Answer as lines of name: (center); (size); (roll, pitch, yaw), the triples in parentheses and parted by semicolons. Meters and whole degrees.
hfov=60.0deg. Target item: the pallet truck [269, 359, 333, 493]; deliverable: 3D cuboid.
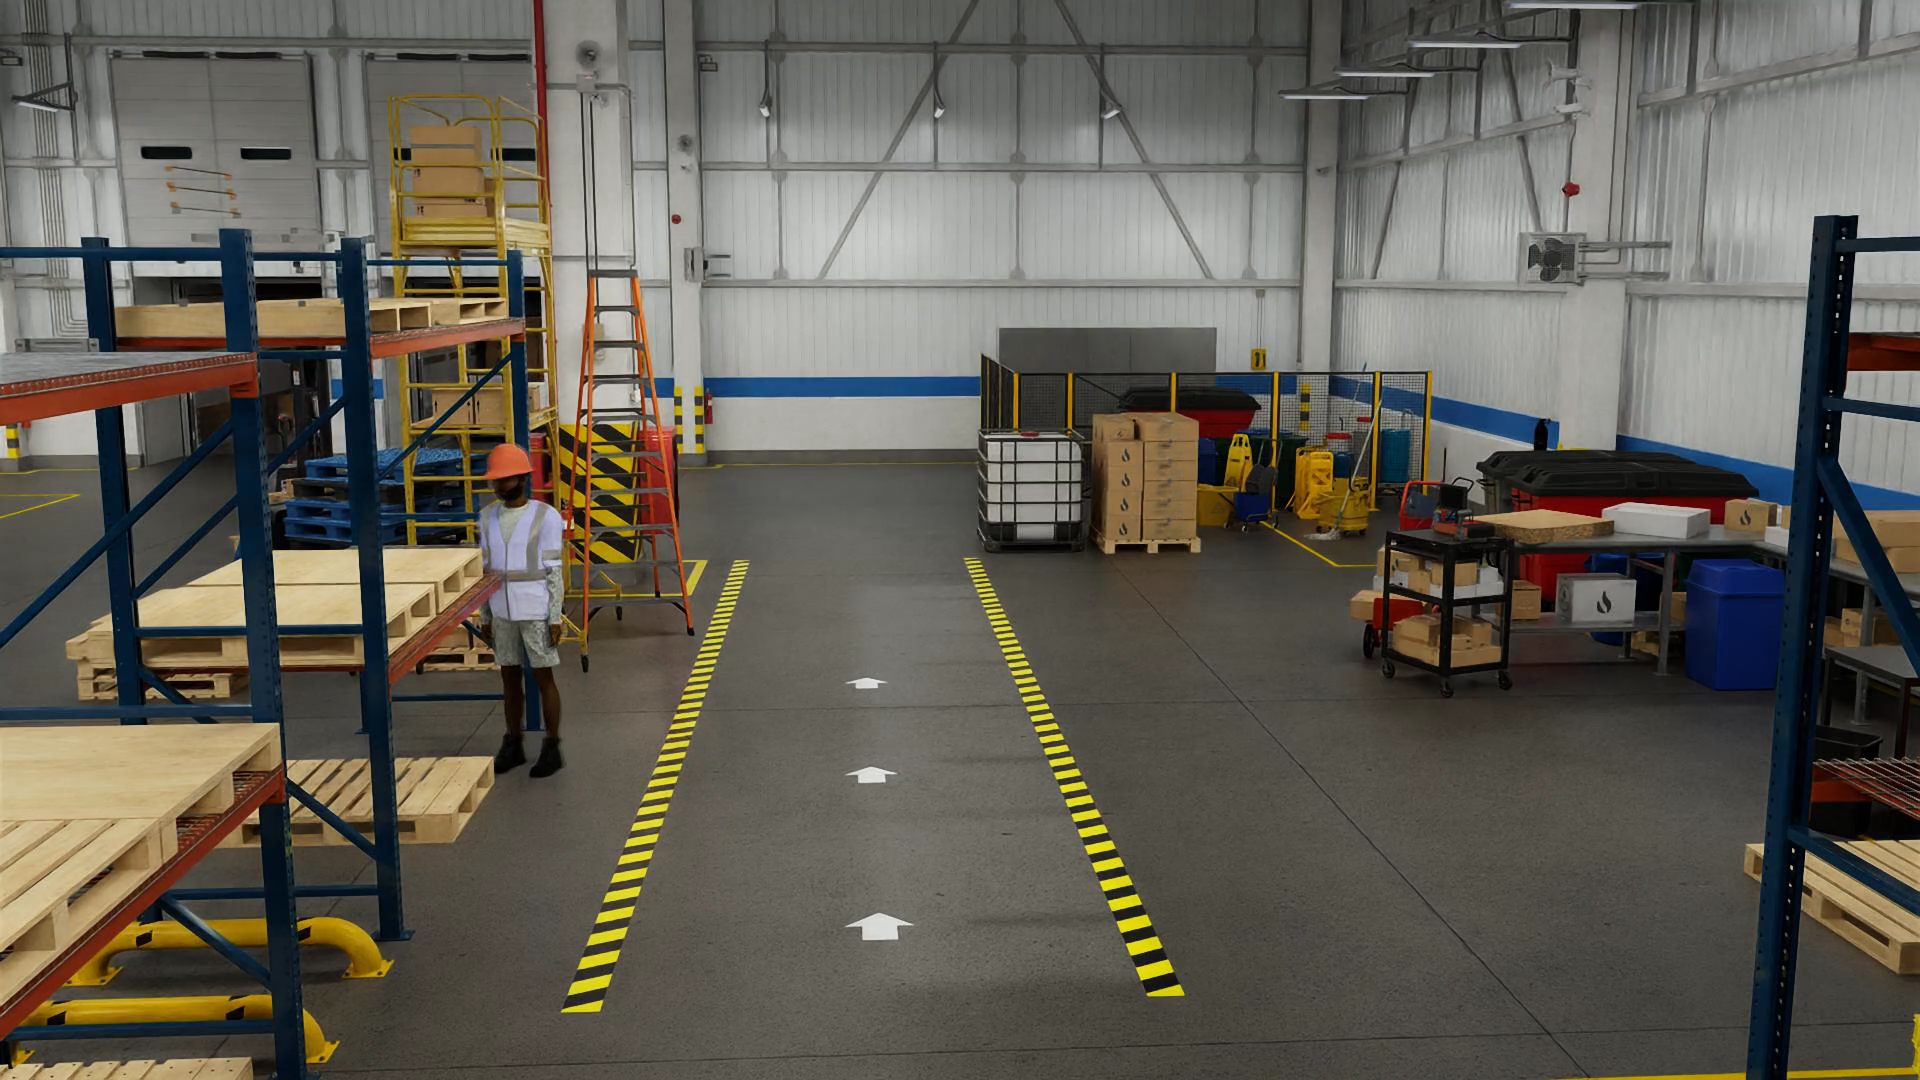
pallet truck: (-7.062, -1.131, 18.996); (1.885, 1.965, 0.823); (2, 9, 13)

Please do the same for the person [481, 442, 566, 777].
person: (-2.528, 0.402, 9.561); (0.544, 1.937, 0.362); (3, 10, 18)
